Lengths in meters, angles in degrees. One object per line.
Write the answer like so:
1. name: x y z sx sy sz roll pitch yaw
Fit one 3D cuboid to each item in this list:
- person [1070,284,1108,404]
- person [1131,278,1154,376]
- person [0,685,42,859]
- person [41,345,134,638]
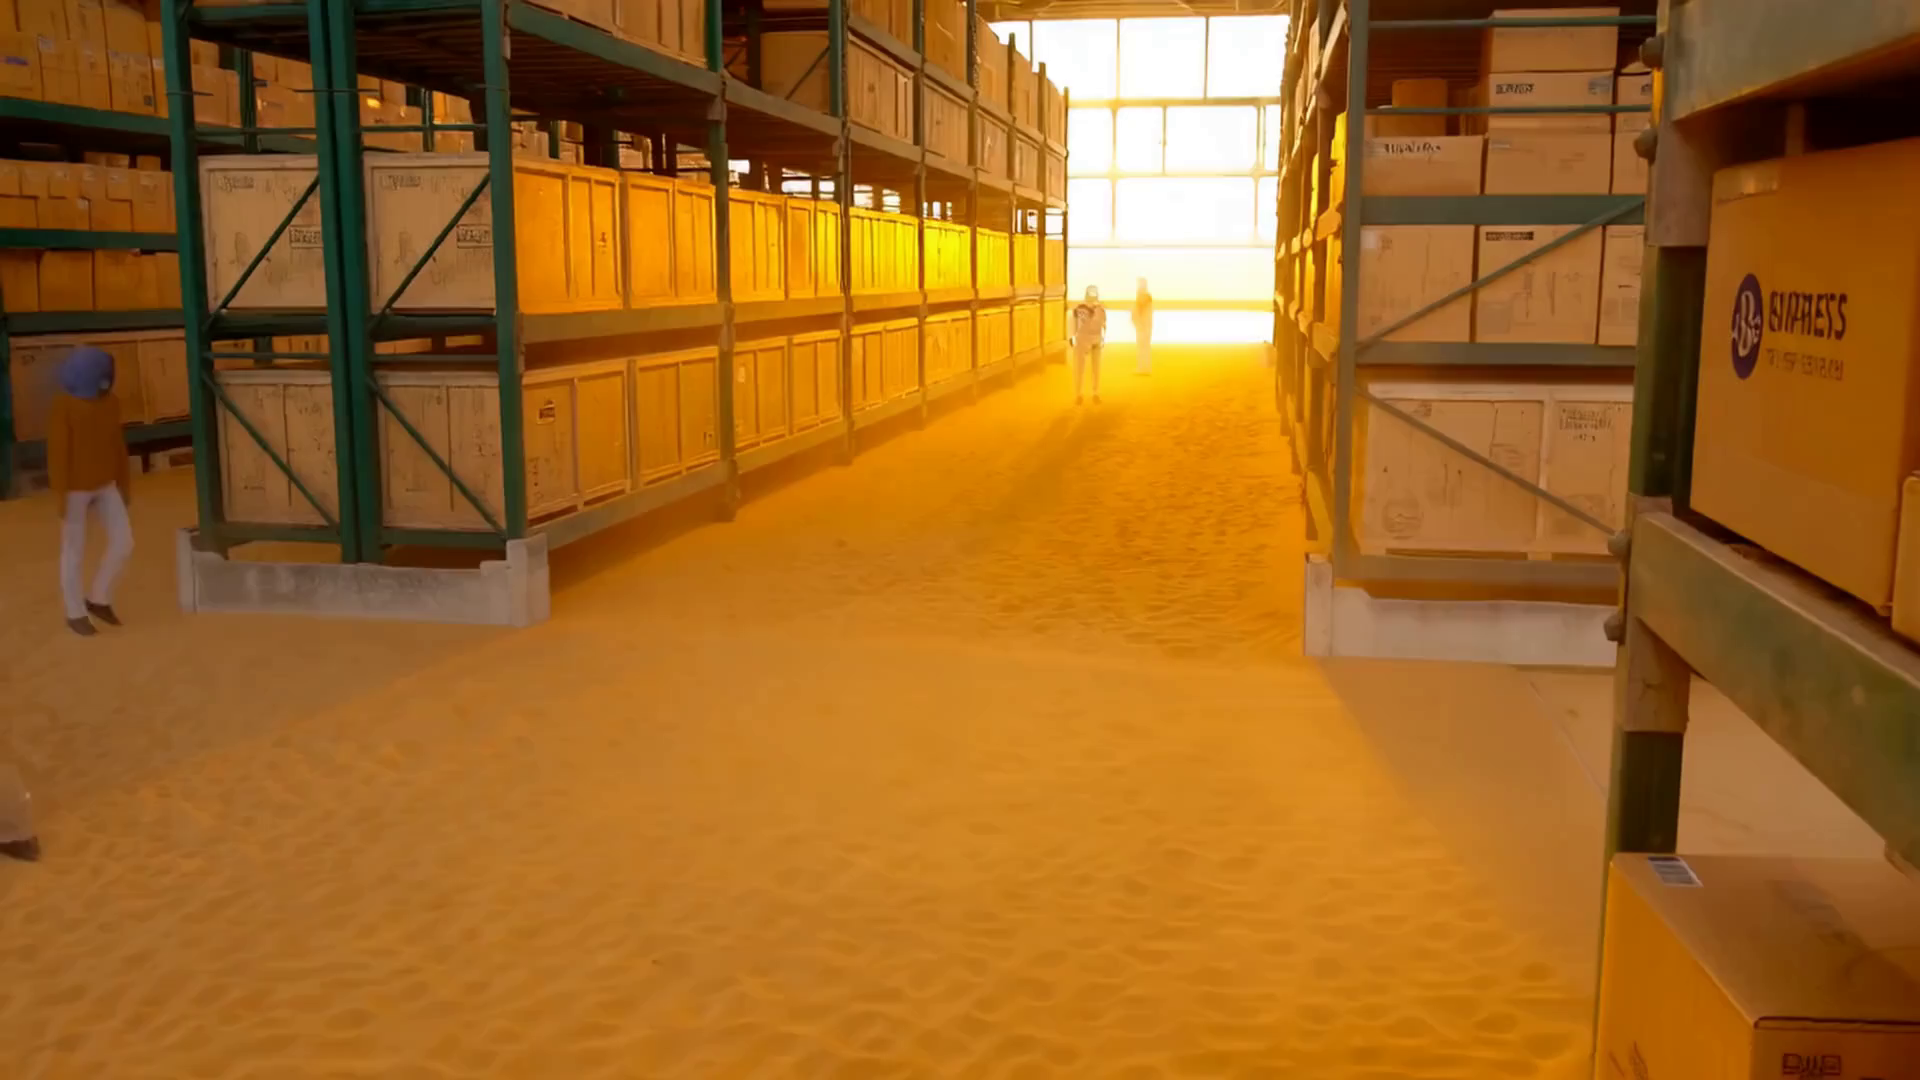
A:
1. person: 1.993 -3.004 25.555 0.590 1.837 0.404 -1 9 -8
2. person: 3.564 -4.159 32.553 0.398 1.900 0.636 4 10 21
3. person: -3.643 0.190 5.706 1.022 1.850 0.649 4 10 24
4. person: -4.842 -0.270 9.238 0.362 1.615 0.533 5 10 27
